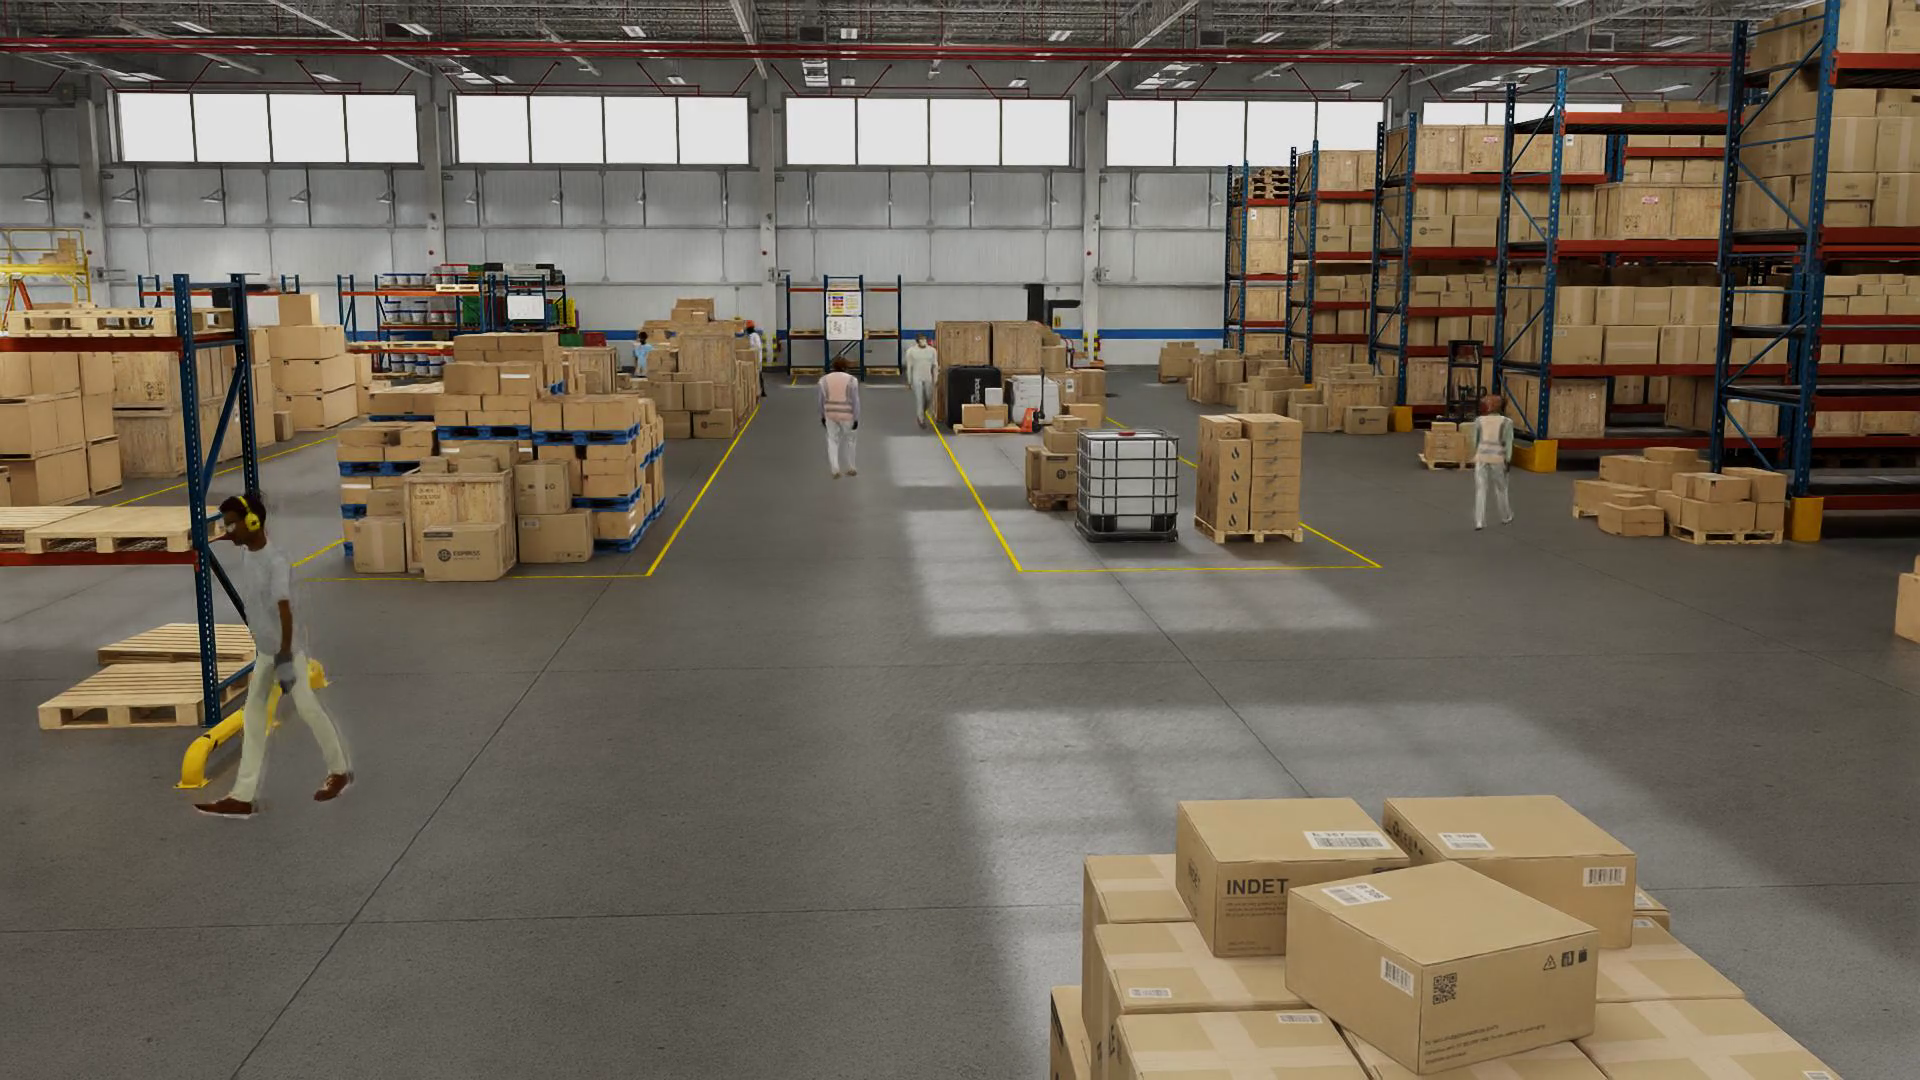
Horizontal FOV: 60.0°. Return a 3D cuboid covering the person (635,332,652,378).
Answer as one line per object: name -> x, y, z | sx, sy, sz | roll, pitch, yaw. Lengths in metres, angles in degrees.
person -> -7.682, -4.269, 40.635 | 0.556, 1.664, 0.603 | 5, 10, 26

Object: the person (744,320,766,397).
person -> -5.184, -4.501, 41.327 | 0.747, 1.908, 0.560 | 3, 10, 21

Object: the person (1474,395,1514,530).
person -> 6.399, -0.932, 19.917 | 0.516, 1.595, 0.828 | 7, 11, 36

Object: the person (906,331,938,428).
person -> -0.758, -3.190, 33.053 | 0.643, 1.921, 0.607 | -2, 9, -14

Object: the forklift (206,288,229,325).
forklift -> -16.881, -4.465, 38.064 | 1.873, 2.768, 1.129 | -3, 10, -20

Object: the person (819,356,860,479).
person -> -1.782, -1.838, 24.928 | 0.630, 1.815, 0.816 | 1, 9, 6

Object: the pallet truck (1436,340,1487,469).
pallet truck -> 8.004, -2.170, 26.422 | 0.823, 1.965, 1.885 | 2, 9, 14

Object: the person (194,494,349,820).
person -> -3.860, 0.646, 9.342 | 0.621, 1.805, 0.933 | 7, 11, 37

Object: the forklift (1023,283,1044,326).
forklift -> 1.786, -4.779, 40.038 | 1.873, 2.768, 1.129 | -1, 9, -4
